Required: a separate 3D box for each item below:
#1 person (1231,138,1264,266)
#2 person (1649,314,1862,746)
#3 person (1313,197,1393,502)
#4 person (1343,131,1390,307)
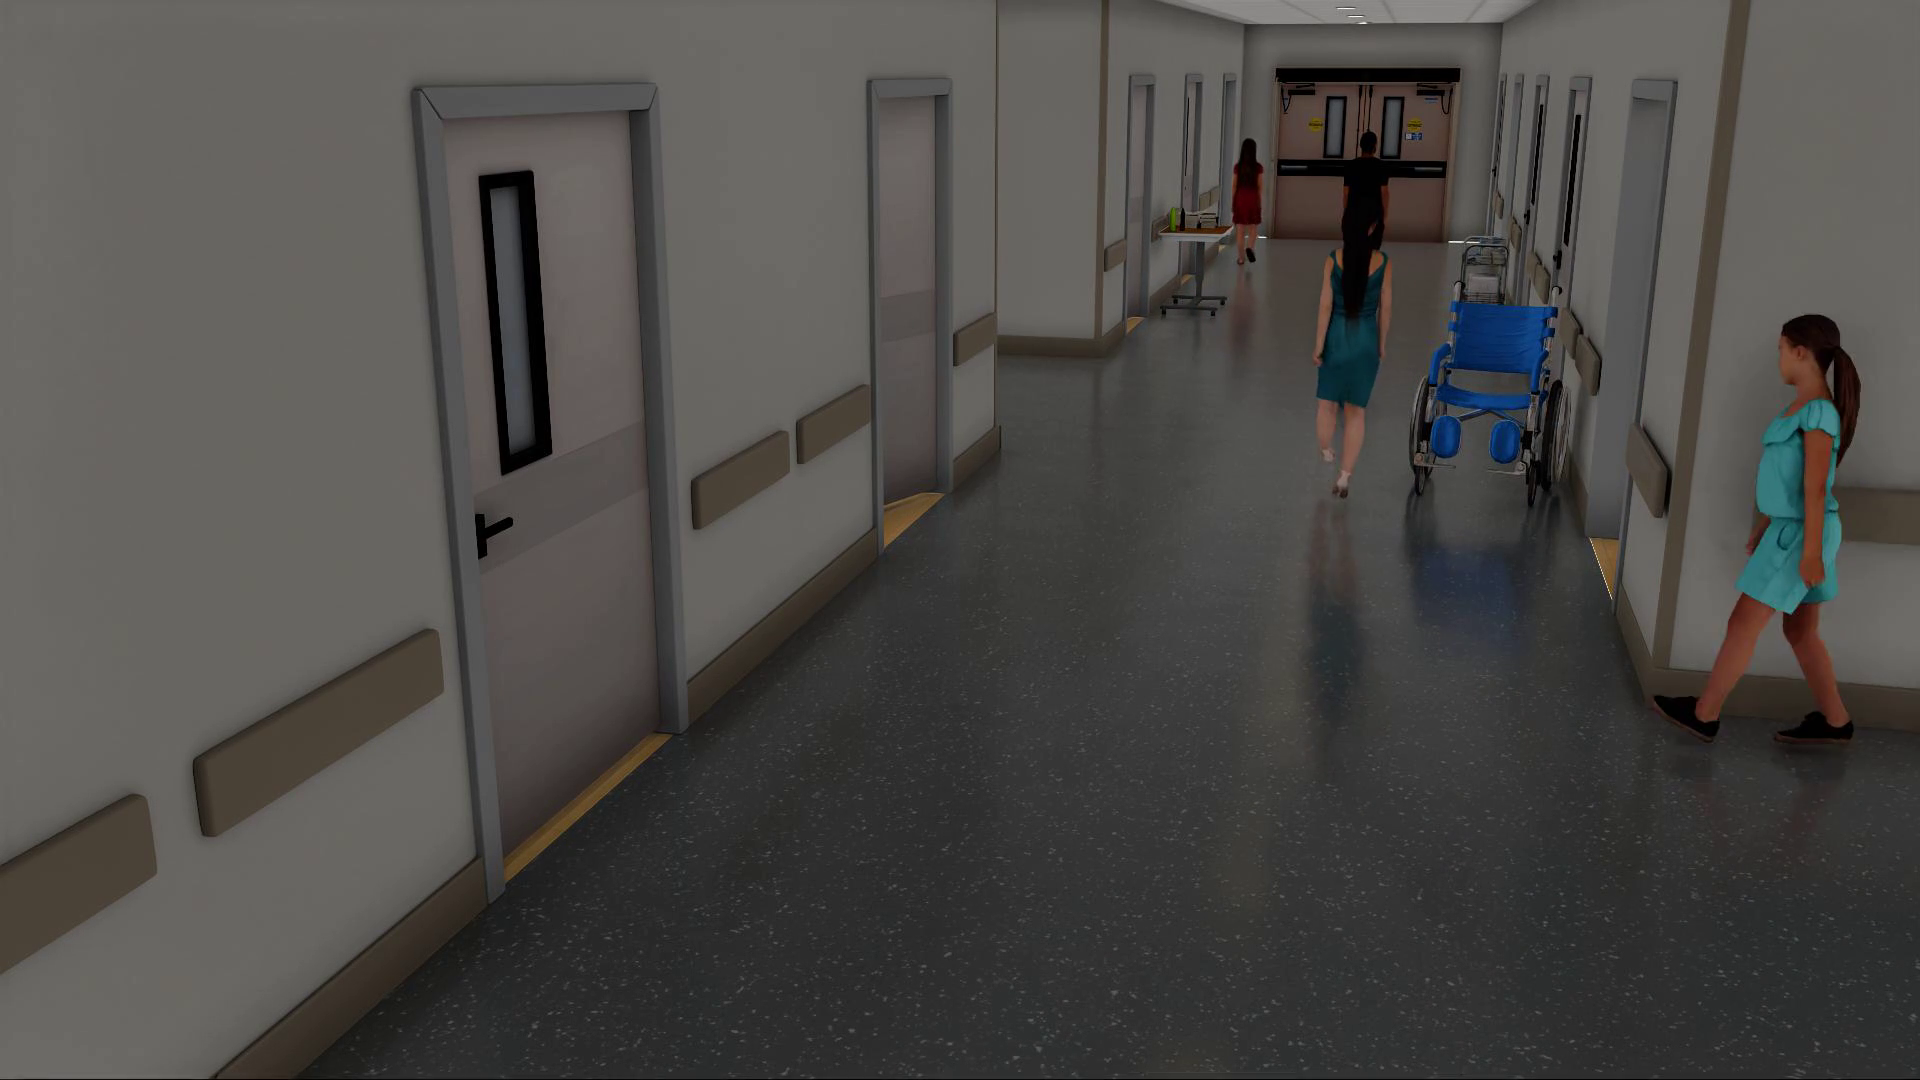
[{"bbox_3d":[3.543,-4.169,20.574,0.575,1.542,0.773,3,16,9],"label":"person"},{"bbox_3d":[2.988,0.010,5.783,0.756,1.525,0.885,6,17,21],"label":"person"},{"bbox_3d":[2.166,-1.006,9.175,0.648,1.641,1.058,2,16,6],"label":"person"},{"bbox_3d":[4.150,-3.287,17.047,0.685,1.759,0.661,9,18,28],"label":"person"}]
